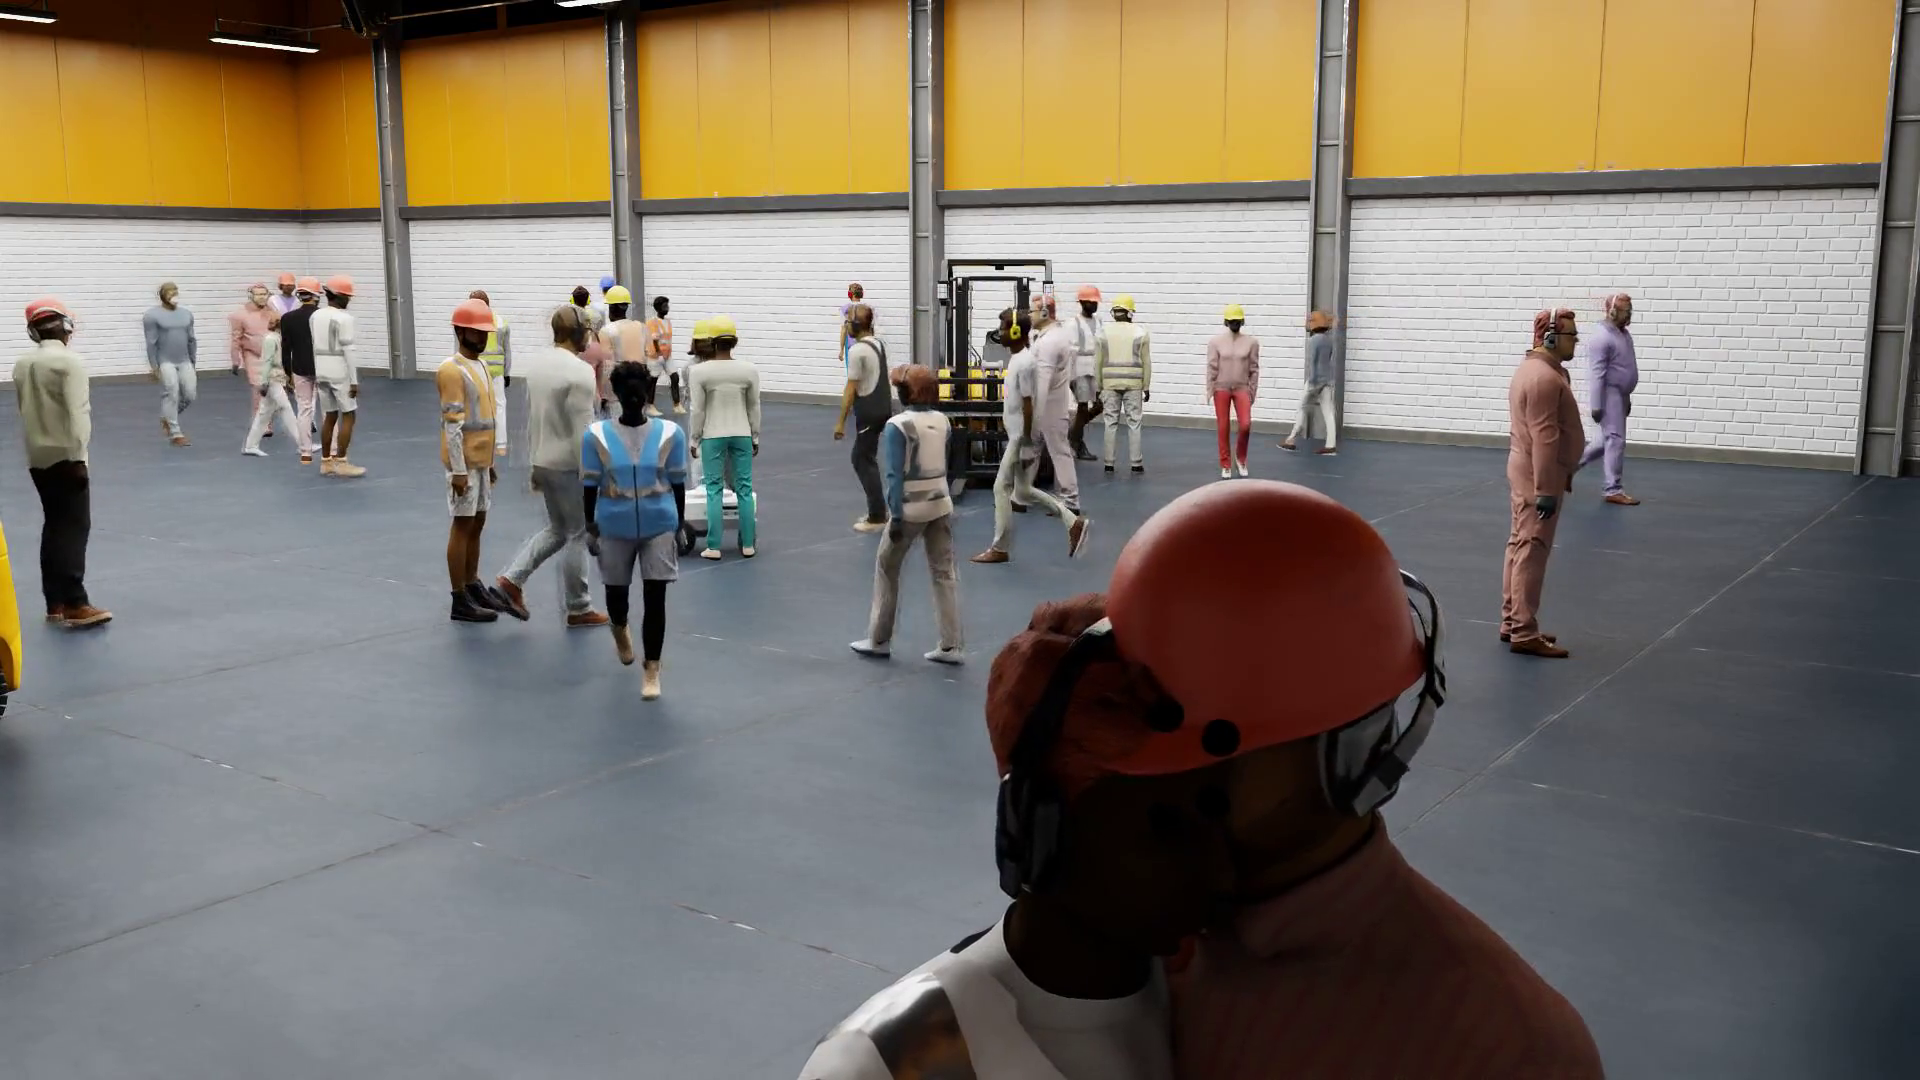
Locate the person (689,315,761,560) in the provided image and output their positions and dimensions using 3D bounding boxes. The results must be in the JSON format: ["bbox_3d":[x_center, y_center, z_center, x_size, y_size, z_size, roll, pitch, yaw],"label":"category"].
[{"bbox_3d":[-1.699,-0.734,12.045,0.527,1.772,0.305,-4,10,-22],"label":"person"}]

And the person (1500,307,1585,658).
[{"bbox_3d":[3.227,-0.323,9.185,0.400,1.907,0.644,2,10,12],"label":"person"}]

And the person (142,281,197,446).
[{"bbox_3d":[-9.259,-2.063,19.482,0.546,1.927,0.626,6,11,32],"label":"person"}]

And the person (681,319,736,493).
[{"bbox_3d":[-2.005,-0.948,13.520,0.488,1.703,0.887,1,10,3],"label":"person"}]

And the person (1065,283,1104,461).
[{"bbox_3d":[1.337,-1.826,18.114,0.549,1.924,0.534,-8,13,-41],"label":"person"}]

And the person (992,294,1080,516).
[{"bbox_3d":[0.629,-1.124,14.037,0.877,1.869,0.677,1,10,6],"label":"person"}]

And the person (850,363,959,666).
[{"bbox_3d":[-0.283,-0.140,8.969,0.738,1.608,0.541,8,12,40],"label":"person"}]

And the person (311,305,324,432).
[{"bbox_3d":[-8.159,-2.181,21.123,0.521,1.608,0.775,-2,10,-10],"label":"person"}]

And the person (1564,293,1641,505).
[{"bbox_3d":[5.767,-1.270,14.902,0.735,1.881,0.652,7,12,36],"label":"person"}]

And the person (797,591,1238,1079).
[{"bbox_3d":[0.107,0.979,1.497,0.356,1.886,0.574,8,13,41],"label":"person"}]

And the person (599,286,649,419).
[{"bbox_3d":[-3.176,-1.424,15.676,0.375,1.929,0.585,6,11,34],"label":"person"}]

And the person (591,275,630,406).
[{"bbox_3d":[-5.224,-2.983,24.903,0.609,1.947,0.398,-6,11,-31],"label":"person"}]

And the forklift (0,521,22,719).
[{"bbox_3d":[-5.296,-0.090,6.943,1.214,2.155,2.313,7,12,35],"label":"forklift"}]

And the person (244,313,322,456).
[{"bbox_3d":[-7.538,-1.710,18.374,0.864,1.584,0.561,-3,10,-15],"label":"person"}]

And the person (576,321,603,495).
[{"bbox_3d":[-3.420,-1.215,14.964,0.413,1.747,0.534,6,11,32],"label":"person"}]

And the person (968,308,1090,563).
[{"bbox_3d":[0.496,-0.733,11.851,0.808,1.843,0.510,0,10,2],"label":"person"}]

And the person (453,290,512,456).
[{"bbox_3d":[-5.261,-1.829,18.343,0.627,1.846,0.429,-5,11,-28],"label":"person"}]

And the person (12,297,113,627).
[{"bbox_3d":[-5.343,-0.467,9.939,0.789,1.942,0.461,6,11,32],"label":"person"}]

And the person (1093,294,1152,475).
[{"bbox_3d":[1.647,-1.565,16.827,0.586,1.824,0.403,2,10,12],"label":"person"}]

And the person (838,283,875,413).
[{"bbox_3d":[-1.462,-2.728,23.686,0.569,1.845,0.385,-7,12,-35],"label":"person"}]

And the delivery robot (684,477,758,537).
[{"bbox_3d":[-1.863,-0.231,12.377,0.707,0.478,0.477,-1,10,-6],"label":"delivery robot"}]

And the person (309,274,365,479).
[{"bbox_3d":[-6.228,-1.630,16.598,0.724,2.028,0.428,7,12,36],"label":"person"}]

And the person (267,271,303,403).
[{"bbox_3d":[-10.280,-3.097,25.419,0.606,2.016,0.970,-6,11,-32],"label":"person"}]

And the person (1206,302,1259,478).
[{"bbox_3d":[2.705,-1.477,16.522,0.530,1.750,0.391,1,10,4],"label":"person"}]

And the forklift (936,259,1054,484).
[{"bbox_3d":[0.370,-1.738,16.759,1.214,2.155,2.313,1,10,3],"label":"forklift"}]

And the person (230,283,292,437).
[{"bbox_3d":[-8.538,-2.203,20.455,0.792,1.875,0.675,9,13,41],"label":"person"}]

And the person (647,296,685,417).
[{"bbox_3d":[-4.049,-2.521,22.974,0.735,1.667,0.540,5,11,27],"label":"person"}]

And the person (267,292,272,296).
[{"bbox_3d":[-12.696,-3.768,30.593,0.515,1.616,0.696,-7,12,-37],"label":"person"}]

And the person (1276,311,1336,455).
[{"bbox_3d":[3.933,-1.763,18.662,0.518,1.591,0.812,-9,13,-42],"label":"person"}]

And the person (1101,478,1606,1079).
[{"bbox_3d":[0.263,0.926,1.513,0.392,1.986,0.610,-6,11,-32],"label":"person"}]

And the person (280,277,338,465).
[{"bbox_3d":[-6.869,-1.791,17.676,0.613,1.991,0.392,-2,10,-11],"label":"person"}]

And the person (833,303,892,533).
[{"bbox_3d":[-0.747,-0.959,13.218,0.459,1.824,0.549,3,10,19],"label":"person"}]

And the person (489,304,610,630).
[{"bbox_3d":[-2.369,-0.405,9.650,0.610,1.921,0.642,-8,12,-39],"label":"person"}]

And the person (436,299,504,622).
[{"bbox_3d":[-2.932,-0.482,10.052,0.376,1.934,0.547,1,10,4],"label":"person"}]

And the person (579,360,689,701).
[{"bbox_3d":[-1.629,-0.072,8.359,0.540,1.680,0.623,-2,10,-11],"label":"person"}]

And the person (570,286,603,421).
[{"bbox_3d":[-4.482,-2.050,19.661,0.551,1.862,0.500,-5,11,-25],"label":"person"}]
